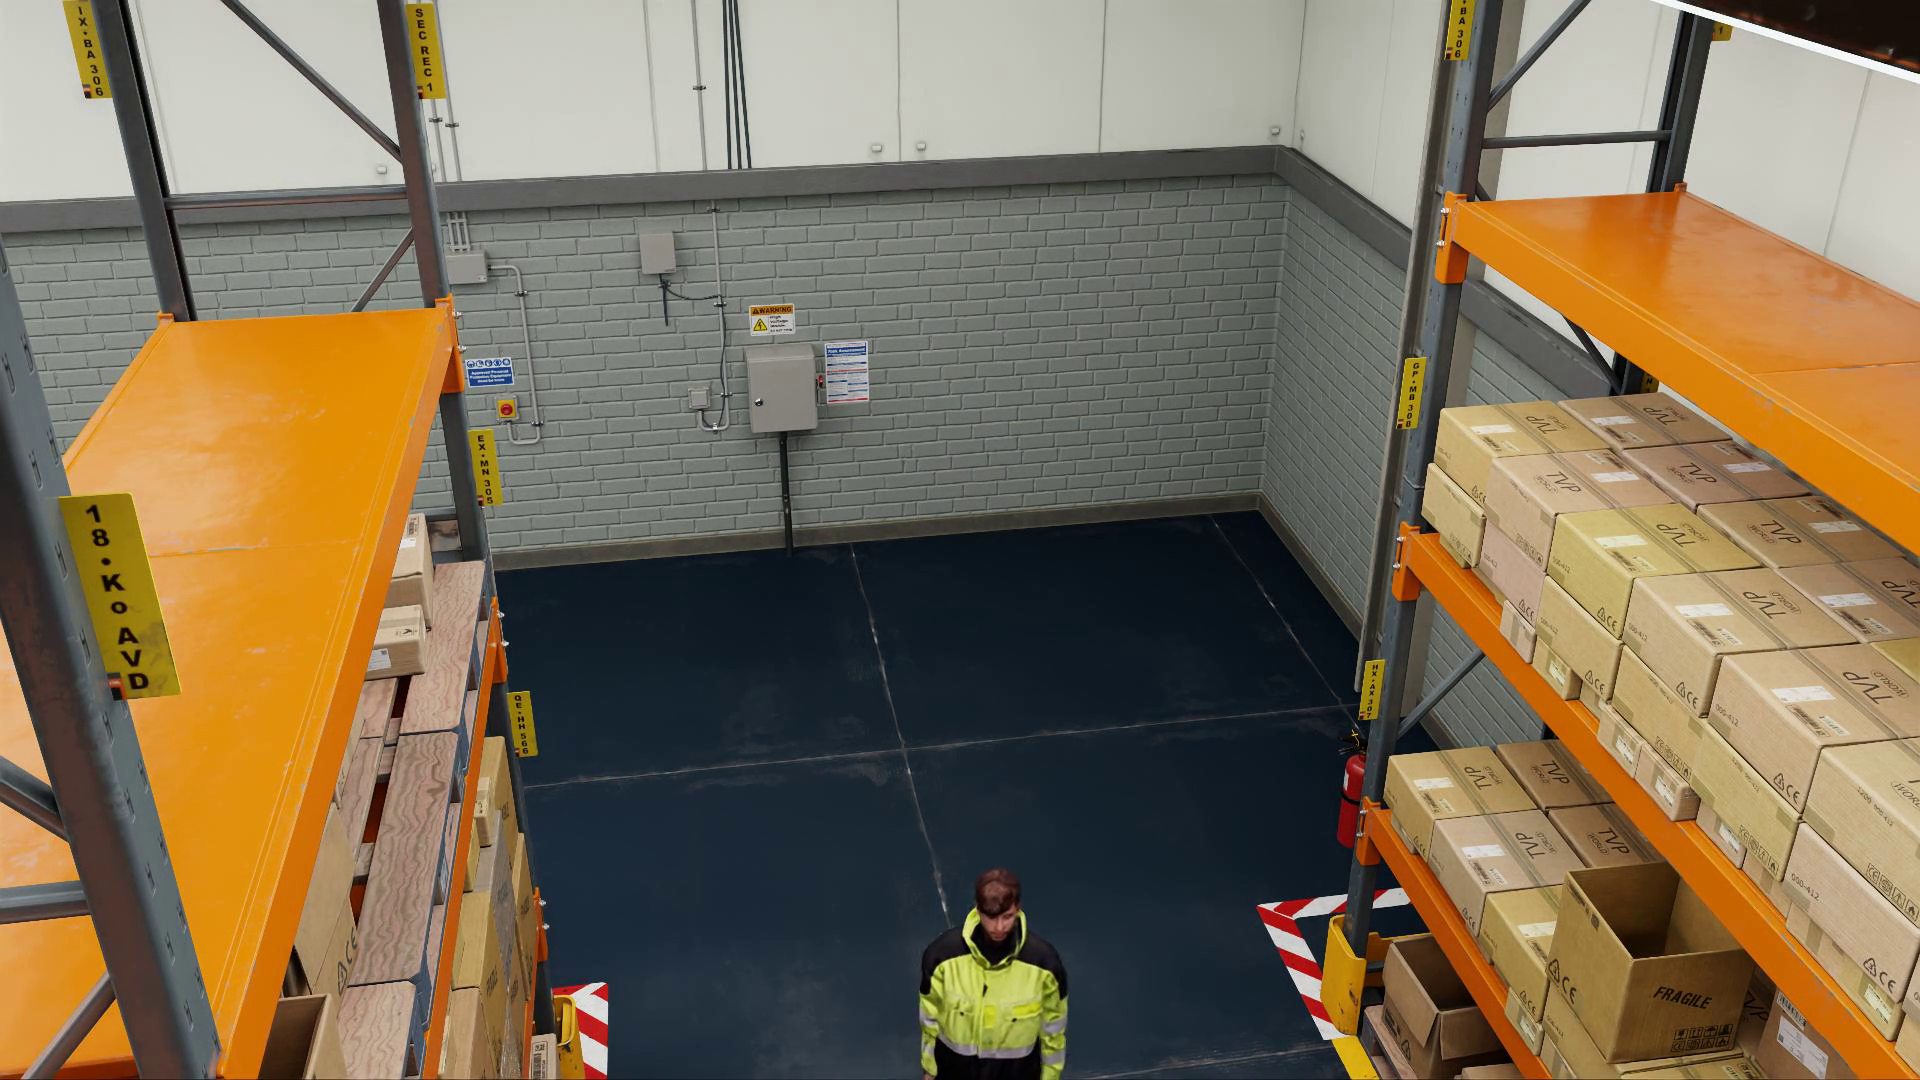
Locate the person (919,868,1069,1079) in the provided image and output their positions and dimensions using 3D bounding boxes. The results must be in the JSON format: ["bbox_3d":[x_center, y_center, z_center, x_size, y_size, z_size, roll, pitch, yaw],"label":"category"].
[{"bbox_3d":[0.130,2.151,7.094,0.846,1.970,0.852,1,27,1],"label":"person"}]
